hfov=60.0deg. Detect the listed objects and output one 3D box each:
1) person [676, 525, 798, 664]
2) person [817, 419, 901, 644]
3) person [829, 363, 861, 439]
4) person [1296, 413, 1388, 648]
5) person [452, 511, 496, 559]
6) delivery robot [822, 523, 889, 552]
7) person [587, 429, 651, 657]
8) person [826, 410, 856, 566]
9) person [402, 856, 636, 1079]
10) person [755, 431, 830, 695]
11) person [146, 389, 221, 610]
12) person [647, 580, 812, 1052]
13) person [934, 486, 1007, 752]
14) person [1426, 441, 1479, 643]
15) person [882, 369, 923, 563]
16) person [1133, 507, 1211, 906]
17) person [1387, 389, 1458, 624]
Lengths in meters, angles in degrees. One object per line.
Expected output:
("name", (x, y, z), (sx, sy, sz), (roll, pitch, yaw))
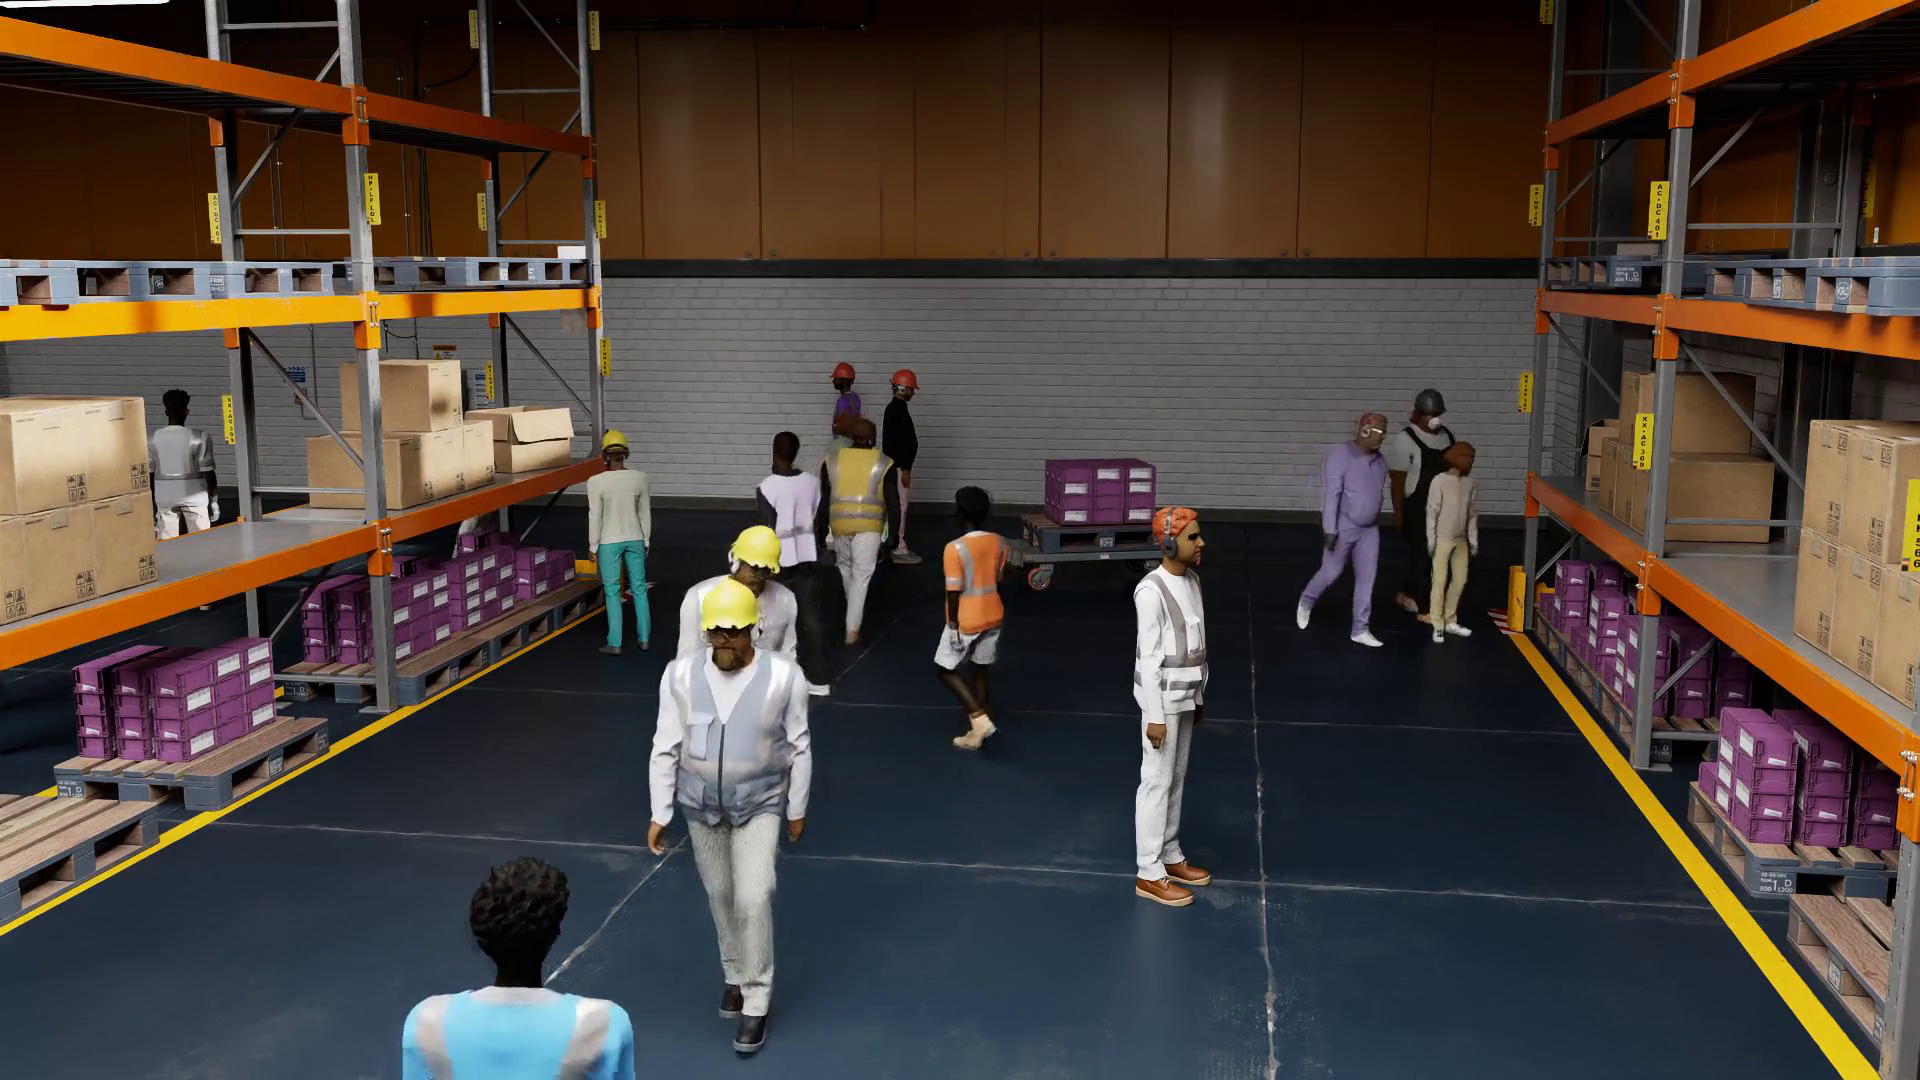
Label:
("person", (-1.124, 0.785, 8.204), (0.651, 1.785, 0.681), (-3, 10, -18))
("person", (-0.801, -0.094, 13.623), (0.653, 1.777, 1.027), (2, 9, 12))
("person", (-1.318, -1.065, 19.122), (0.346, 1.942, 0.546), (2, 9, 11))
("person", (3.123, -0.108, 13.457), (0.705, 1.867, 0.845), (-5, 10, -27))
("person", (-4.572, -0.330, 15.695), (0.888, 1.586, 0.544), (-7, 12, -38))
("delivery robot", (-1.081, -0.057, 16.878), (0.707, 0.478, 0.477), (0, 9, -3))
("person", (-2.658, 0.022, 12.965), (0.528, 1.765, 0.328), (-7, 11, -35))
("person", (-1.114, -0.479, 16.543), (0.596, 1.618, 0.498), (9, 13, 44))
("person", (-0.982, 1.548, 3.789), (0.537, 1.689, 0.382), (0, 9, 3))
("person", (-1.268, 0.153, 11.891), (1.015, 1.847, 0.587), (9, 13, 43))
("person", (-6.835, -0.348, 14.625), (0.612, 1.965, 0.362), (-2, 9, -12))
("person", (-0.909, 1.055, 6.455), (0.596, 1.802, 0.734), (1, 9, 7))
("person", (0.096, 0.505, 10.238), (0.539, 1.684, 0.419), (-9, 13, -43))
("person", (3.962, 0.012, 13.480), (0.560, 1.621, 0.337), (-5, 10, -28))
("person", (-0.600, -0.757, 17.084), (0.390, 1.986, 0.609), (-2, 9, -12))
("person", (1.016, 0.777, 7.939), (0.356, 1.884, 0.574), (5, 10, 26))
("person", (3.970, -0.330, 14.281), (0.699, 2.000, 0.880), (-5, 11, -29))
